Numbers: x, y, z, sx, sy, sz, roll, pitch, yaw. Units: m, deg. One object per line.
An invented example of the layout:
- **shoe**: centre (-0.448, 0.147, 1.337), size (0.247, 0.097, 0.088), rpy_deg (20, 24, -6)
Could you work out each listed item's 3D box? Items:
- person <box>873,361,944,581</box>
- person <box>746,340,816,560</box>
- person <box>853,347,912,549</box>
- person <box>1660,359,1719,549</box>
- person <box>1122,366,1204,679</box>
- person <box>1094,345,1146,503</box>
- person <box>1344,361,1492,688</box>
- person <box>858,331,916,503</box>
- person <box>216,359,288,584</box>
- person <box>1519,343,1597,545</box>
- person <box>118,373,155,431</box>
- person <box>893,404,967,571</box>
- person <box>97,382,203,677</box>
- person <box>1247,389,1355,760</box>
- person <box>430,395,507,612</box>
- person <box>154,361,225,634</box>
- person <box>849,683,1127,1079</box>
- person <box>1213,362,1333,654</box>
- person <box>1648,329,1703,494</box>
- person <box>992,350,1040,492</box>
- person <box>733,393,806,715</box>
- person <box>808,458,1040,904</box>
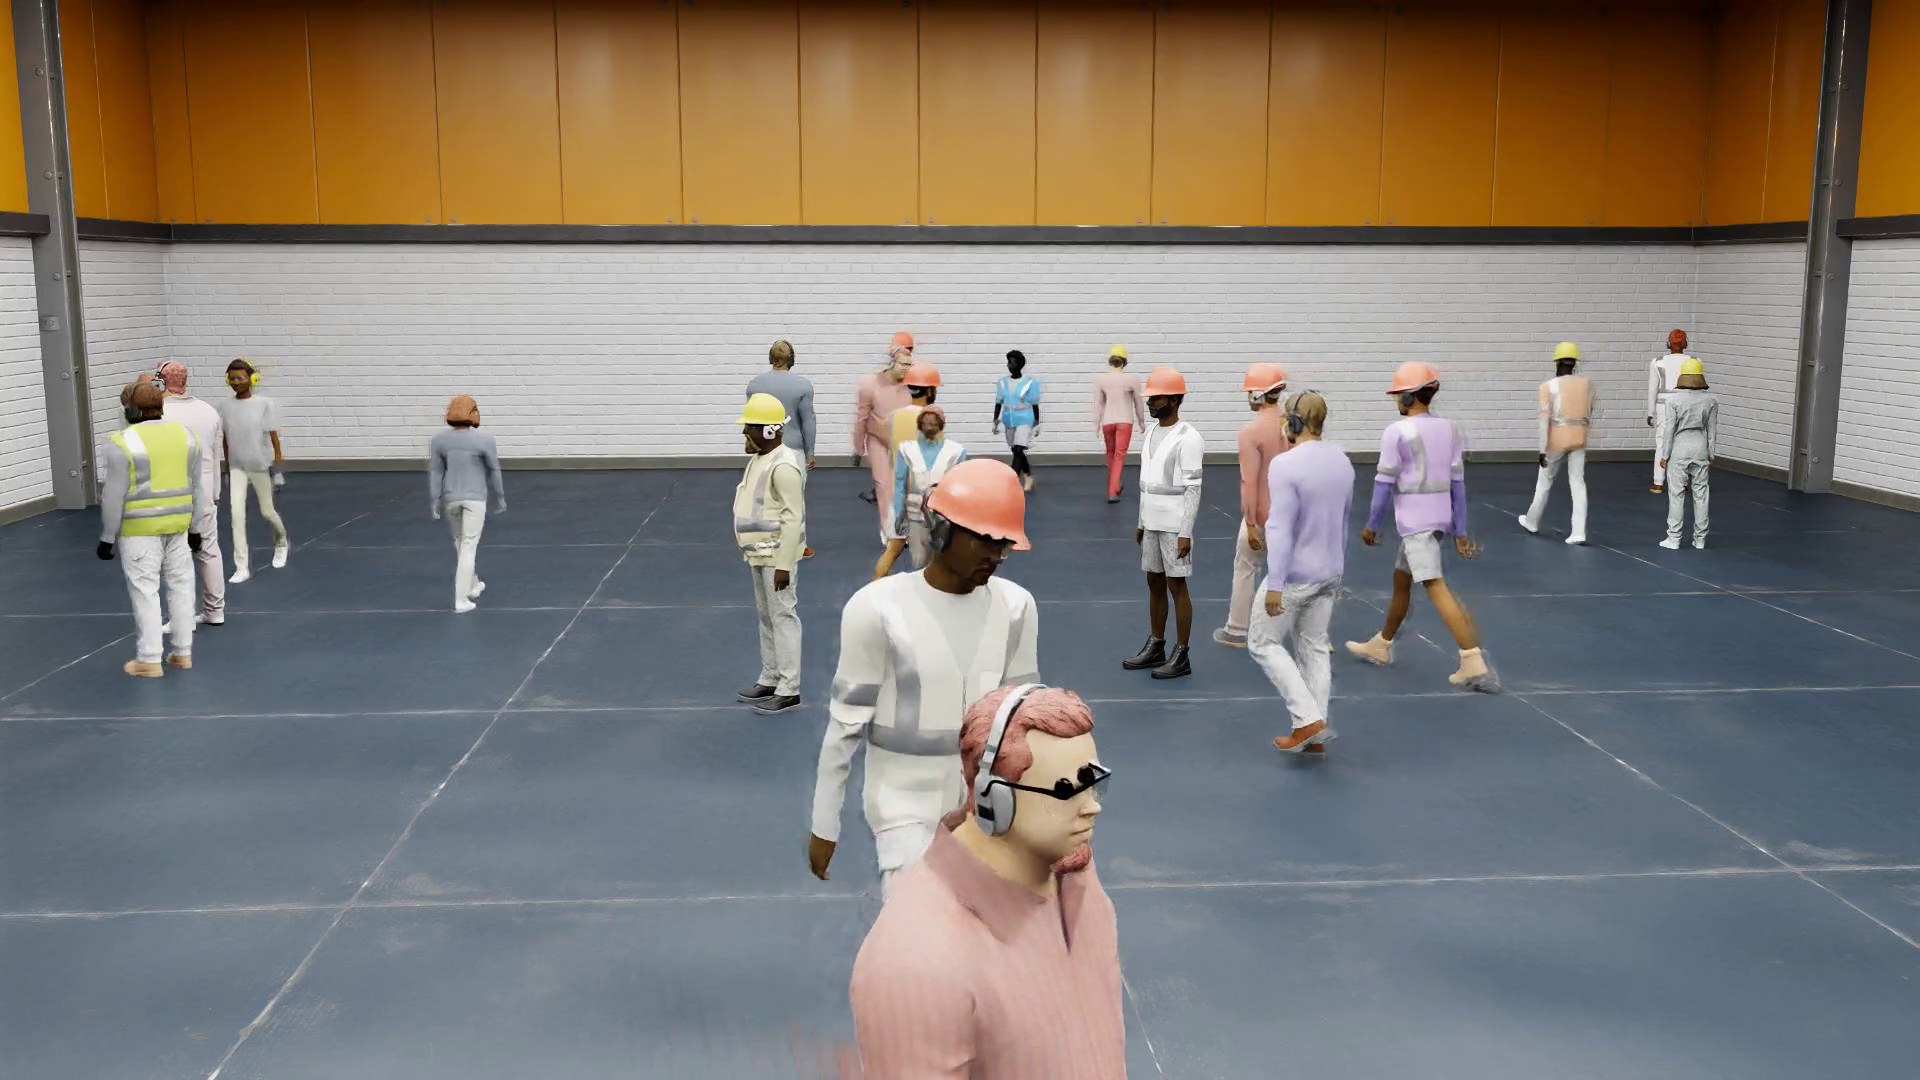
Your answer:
- **person**: centre (-0.348, -0.331, 11.894), size (0.549, 1.900, 0.964), rpy_deg (8, 12, 40)
- **person**: centre (-1.552, -0.782, 14.588), size (0.630, 1.940, 0.371), rpy_deg (2, 9, 14)
- **person**: centre (-0.612, -0.822, 15.122), size (0.671, 1.855, 0.997), rpy_deg (-4, 10, -23)
- **person**: centre (6.656, -0.785, 15.224), size (0.491, 1.741, 0.323), rpy_deg (0, 9, 0)
- **person**: centre (1.269, -0.107, 10.353), size (0.359, 1.939, 0.543), rpy_deg (-5, 10, -28)
- **person**: centre (1.781, -1.292, 18.487), size (0.531, 1.722, 0.908), rpy_deg (4, 10, 25)
- **person**: centre (2.882, -0.106, 10.268), size (0.597, 1.984, 1.132), rpy_deg (-8, 12, -39)
- **person**: centre (-0.596, -1.347, 18.300), size (1.018, 1.887, 0.561), rpy_deg (-2, 9, -14)
- **person**: centre (-5.868, -0.606, 13.849), size (0.530, 1.831, 0.943), rpy_deg (-1, 9, -3)
- **person**: centre (5.669, -0.914, 15.653), size (0.580, 1.862, 1.037), rpy_deg (-1, 9, -5)
- **person**: centre (-7.466, -0.731, 15.345), size (0.520, 1.595, 0.865), rpy_deg (-6, 11, -32)
- **person**: centre (-0.195, -0.182, 11.848), size (0.526, 1.603, 0.812), rpy_deg (1, 9, 7)
- **person**: centre (-5.039, -0.062, 10.397), size (0.429, 1.836, 0.667), rpy_deg (5, 10, 27)
- **person**: centre (1.743, 0.189, 8.530), size (0.657, 1.922, 0.439), rpy_deg (-8, 12, -42)
- **person**: centre (-3.690, -0.292, 12.569), size (0.500, 1.597, 0.816), rpy_deg (1, 9, 9)
- **person**: centre (-5.465, -0.297, 11.643), size (0.399, 1.909, 0.642), rpy_deg (3, 10, 21)
- **person**: centre (0.128, 1.150, 2.716), size (0.978, 1.851, 0.685), rpy_deg (6, 11, 32)
- **person**: centre (2.074, -0.186, 10.856), size (0.620, 1.947, 1.038), rpy_deg (-5, 10, -28)
- **person**: centre (8.175, -1.460, 19.045), size (0.573, 1.876, 0.356), rpy_deg (3, 10, 19)
- **person**: centre (0.679, -1.337, 18.937), size (0.537, 1.662, 0.833), rpy_deg (6, 11, 34)
- **person**: centre (-1.091, 0.077, 9.525), size (0.404, 1.833, 0.591), rpy_deg (-4, 10, -22)
- **person**: centre (-0.033, 0.779, 4.601), size (0.678, 2.000, 0.659), rpy_deg (-6, 11, -31)
